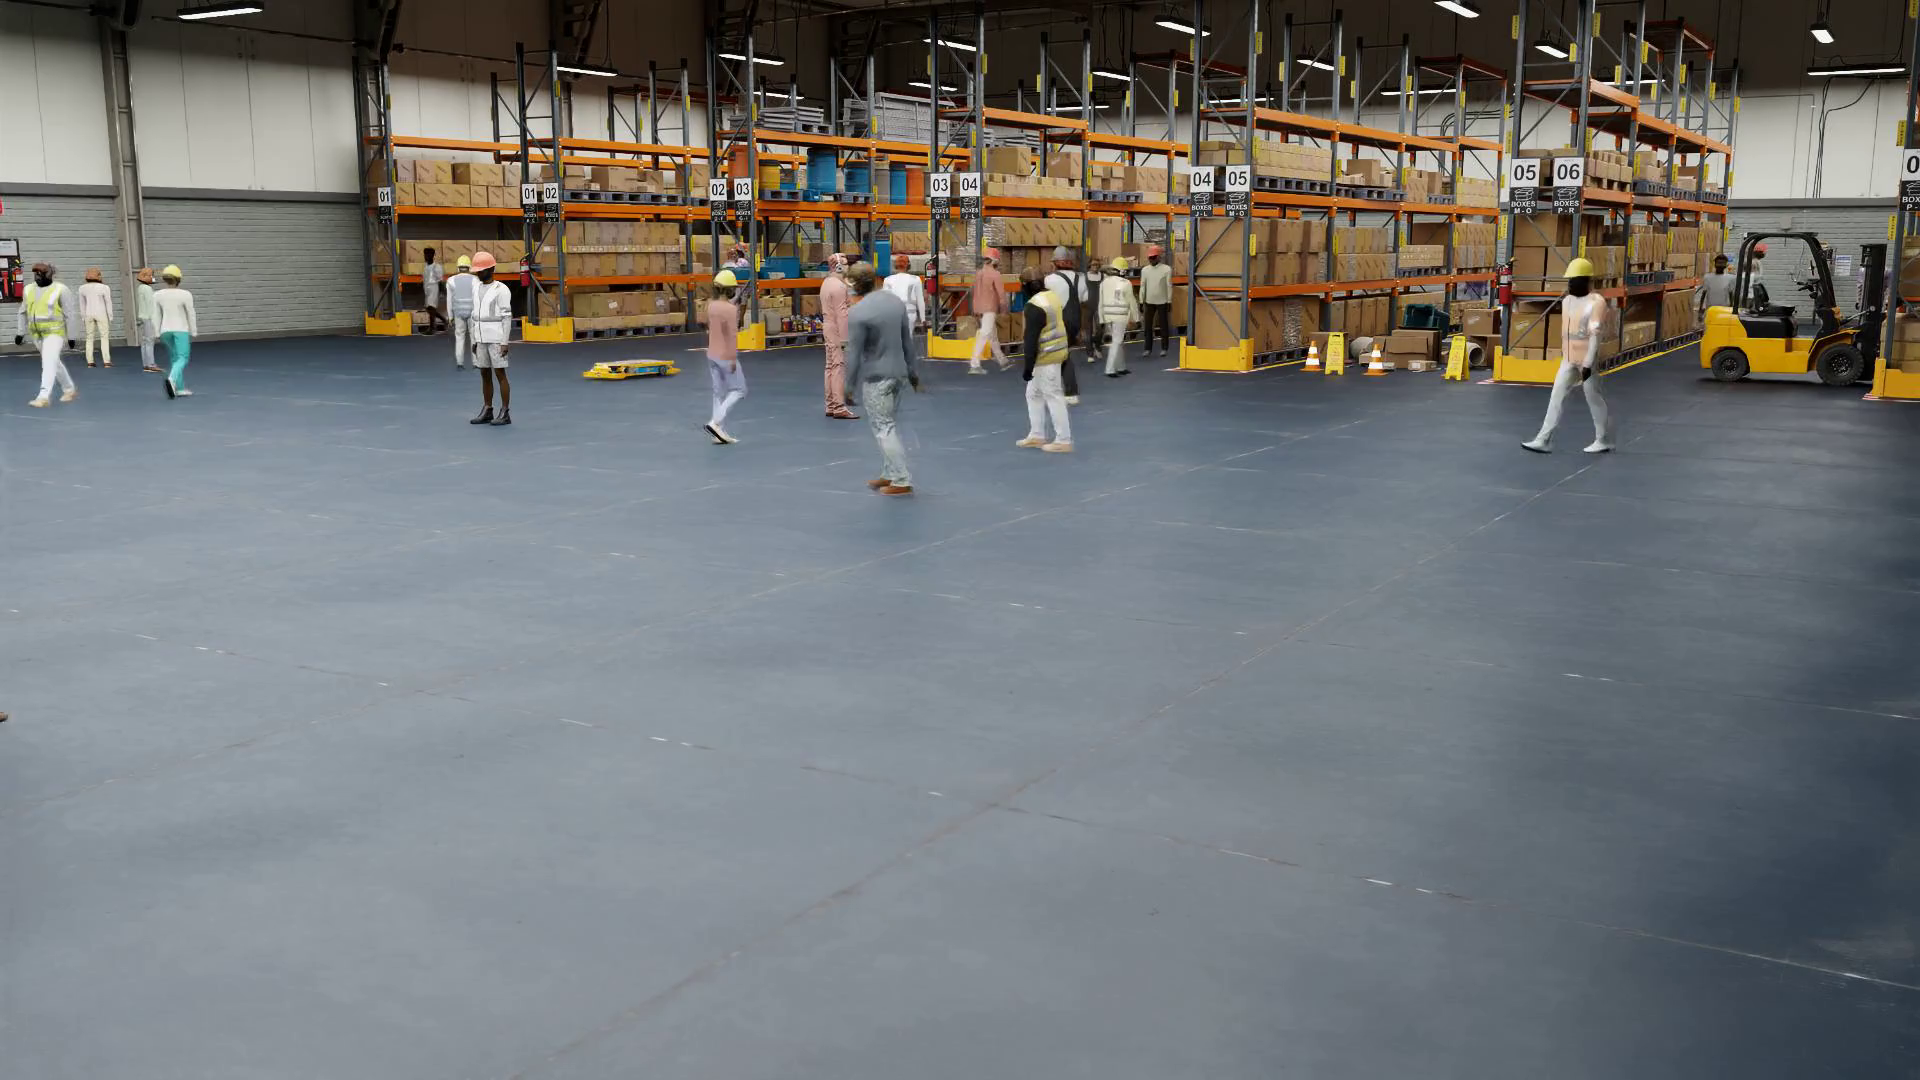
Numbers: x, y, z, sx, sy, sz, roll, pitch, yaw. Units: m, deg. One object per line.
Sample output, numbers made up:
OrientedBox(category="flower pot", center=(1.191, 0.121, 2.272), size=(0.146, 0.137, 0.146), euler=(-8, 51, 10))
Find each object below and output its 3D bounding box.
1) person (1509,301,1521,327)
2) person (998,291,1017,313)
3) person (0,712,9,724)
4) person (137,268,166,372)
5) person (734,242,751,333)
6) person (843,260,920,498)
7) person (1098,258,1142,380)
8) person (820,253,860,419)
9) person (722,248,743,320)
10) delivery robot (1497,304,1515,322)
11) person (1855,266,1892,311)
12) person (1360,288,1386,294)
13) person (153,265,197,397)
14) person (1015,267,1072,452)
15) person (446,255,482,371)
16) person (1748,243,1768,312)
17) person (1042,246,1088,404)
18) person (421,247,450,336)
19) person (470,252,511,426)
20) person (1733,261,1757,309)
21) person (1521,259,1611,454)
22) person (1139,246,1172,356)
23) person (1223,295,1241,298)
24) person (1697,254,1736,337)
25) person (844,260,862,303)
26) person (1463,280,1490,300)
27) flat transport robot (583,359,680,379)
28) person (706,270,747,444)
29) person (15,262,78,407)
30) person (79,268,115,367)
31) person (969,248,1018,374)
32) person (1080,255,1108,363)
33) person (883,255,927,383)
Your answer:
OrientedBox(category="person", center=(13.410, -6.092, 40.155), size=(0.591, 1.911, 0.454), euler=(1, 10, 7))
OrientedBox(category="person", center=(0.820, -4.815, 32.980), size=(0.626, 1.934, 0.363), euler=(1, 10, 4))
OrientedBox(category="person", center=(-4.378, -0.100, 6.794), size=(0.637, 1.846, 0.551), euler=(-5, 11, -28))
OrientedBox(category="person", center=(-12.850, -3.485, 26.352), size=(0.285, 1.631, 0.501), euler=(-9, 13, -40))
OrientedBox(category="person", center=(-4.808, -5.501, 36.495), size=(0.614, 2.041, 0.393), euler=(9, 13, 40))
OrientedBox(category="person", center=(-0.659, -1.263, 13.186), size=(0.588, 1.885, 0.708), euler=(6, 12, 31))
OrientedBox(category="person", center=(2.436, -3.301, 24.840), size=(0.787, 1.799, 0.595), euler=(-7, 13, -36))
OrientedBox(category="person", center=(-1.389, -2.359, 19.270), size=(0.408, 1.912, 0.641), euler=(-4, 11, -20))
OrientedBox(category="person", center=(-4.657, -5.043, 34.297), size=(0.408, 1.913, 0.643), euler=(-6, 12, -31))
OrientedBox(category="delivery robot", center=(13.073, -5.491, 40.341), size=(0.707, 0.478, 0.477), euler=(-1, 10, -6))
OrientedBox(category="person", center=(17.315, -4.555, 31.550), size=(0.585, 1.917, 0.380), euler=(6, 12, 30))
OrientedBox(category="person", center=(9.590, -5.813, 38.632), size=(0.560, 1.907, 0.786), euler=(6, 12, 30))
OrientedBox(category="person", center=(-10.318, -2.727, 21.796), size=(0.537, 1.749, 0.723), euler=(1, 10, 4))
OrientedBox(category="person", center=(0.768, -1.729, 16.081), size=(0.692, 1.797, 0.638), euler=(3, 10, 15))
OrientedBox(category="person", center=(-7.817, -3.593, 26.393), size=(0.593, 1.832, 0.403), euler=(-1, 10, -5))
OrientedBox(category="person", center=(18.267, -5.762, 38.022), size=(0.742, 2.012, 0.624), euler=(6, 12, 31))
OrientedBox(category="person", center=(1.241, -2.761, 21.155), size=(0.682, 2.000, 1.023), euler=(-9, 14, -42))
OrientedBox(category="person", center=(-11.529, -5.449, 36.471), size=(0.618, 1.950, 0.732), euler=(9, 14, 42))
OrientedBox(category="person", center=(-5.248, -2.236, 18.531), size=(0.543, 1.928, 0.371), euler=(6, 12, 29))
OrientedBox(category="person", center=(17.661, -5.460, 37.456), size=(0.512, 1.620, 0.374), euler=(-3, 11, -18))
OrientedBox(category="person", center=(5.915, -1.749, 15.947), size=(0.983, 1.871, 0.608), euler=(-4, 11, -20))
OrientedBox(category="person", center=(3.493, -4.262, 29.776), size=(0.619, 1.971, 0.499), euler=(6, 12, 31))
OrientedBox(category="person", center=(5.659, -4.897, 34.254), size=(0.534, 1.627, 0.364), euler=(8, 13, 38))
OrientedBox(category="person", center=(12.474, -3.791, 27.437), size=(0.540, 1.851, 0.669), euler=(6, 12, 29))
OrientedBox(category="person", center=(-2.074, -4.631, 32.624), size=(0.579, 1.696, 0.441), euler=(-1, 10, -6))
OrientedBox(category="person", center=(12.728, -6.200, 40.900), size=(0.660, 1.871, 0.550), euler=(-6, 12, -29))
OrientedBox(category="flat transport robot", center=(-4.969, -2.603, 25.228), size=(0.652, 0.197, 1.431), euler=(6, 12, 32))
OrientedBox(category="person", center=(-2.372, -1.820, 16.683), size=(0.407, 1.757, 0.526), euler=(-9, 13, -41))
OrientedBox(category="person", center=(-11.438, -2.589, 20.906), size=(0.638, 1.803, 0.970), euler=(2, 10, 12))
OrientedBox(category="person", center=(-14.130, -3.636, 27.228), size=(0.501, 1.624, 0.293), euler=(0, 10, -3))
OrientedBox(category="person", center=(0.531, -3.560, 25.910), size=(1.025, 1.938, 0.638), euler=(-6, 12, -29))
OrientedBox(category="person", center=(2.255, -3.919, 28.251), size=(0.517, 1.827, 0.399), euler=(0, 10, 1))
OrientedBox(category="person", center=(-0.783, -3.221, 24.264), size=(0.584, 1.850, 0.859), euler=(3, 11, 17))
